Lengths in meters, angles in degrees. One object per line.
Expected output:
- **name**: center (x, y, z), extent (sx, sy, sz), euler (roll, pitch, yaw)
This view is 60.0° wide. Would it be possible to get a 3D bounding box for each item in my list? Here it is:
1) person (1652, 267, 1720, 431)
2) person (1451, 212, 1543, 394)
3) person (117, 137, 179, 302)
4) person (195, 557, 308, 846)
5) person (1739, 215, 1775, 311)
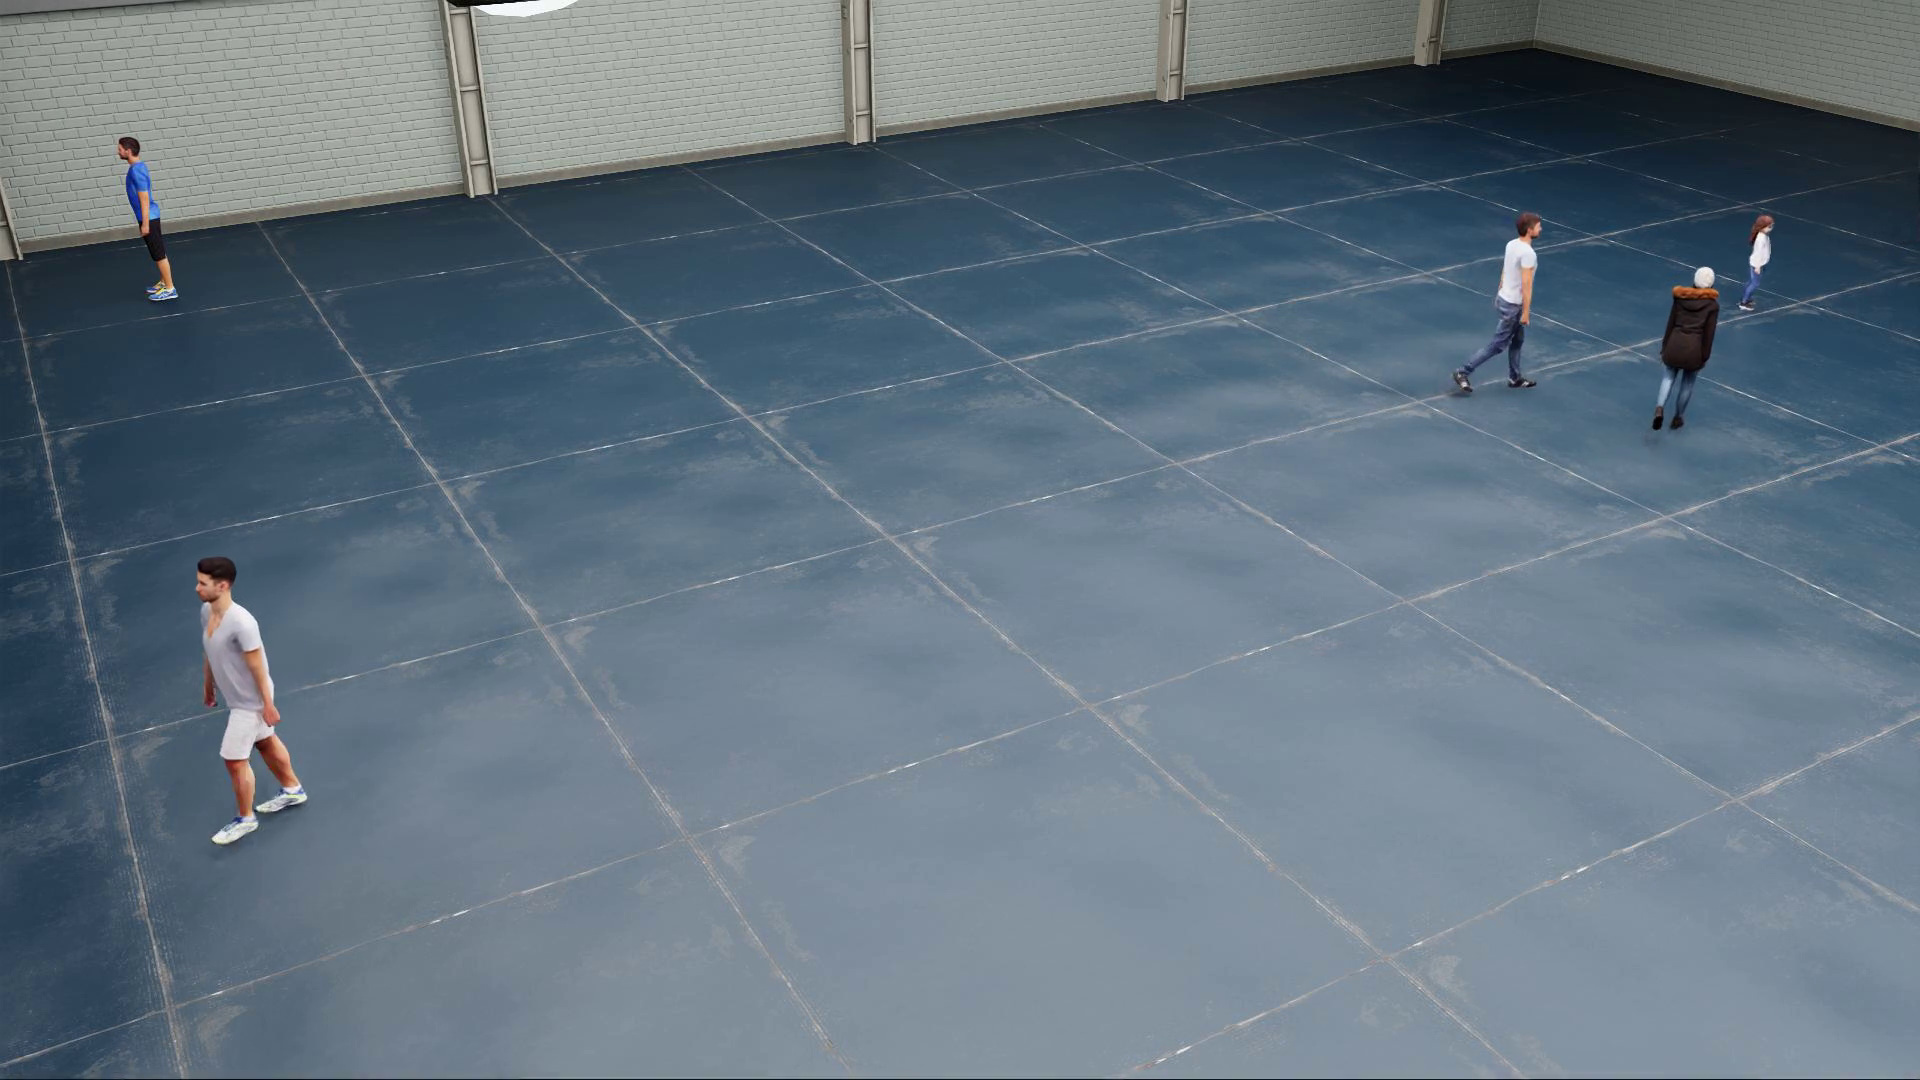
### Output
- **person**: center (6.787, -1.761, 15.607), extent (0.814, 1.622, 0.983), euler (19, 33, 32)
- **person**: center (5.356, -2.307, 16.439), extent (1.258, 1.832, 0.982), euler (-1, 27, -2)
- **person**: center (-9.332, -3.707, 19.118), extent (0.566, 1.869, 0.612), euler (-13, 30, -23)
- **person**: center (-4.291, 0.908, 10.192), extent (0.833, 1.835, 0.977), euler (24, 36, 39)
- **person**: center (9.068, -3.171, 18.927), extent (0.666, 1.090, 0.567), euler (8, 28, 16)
